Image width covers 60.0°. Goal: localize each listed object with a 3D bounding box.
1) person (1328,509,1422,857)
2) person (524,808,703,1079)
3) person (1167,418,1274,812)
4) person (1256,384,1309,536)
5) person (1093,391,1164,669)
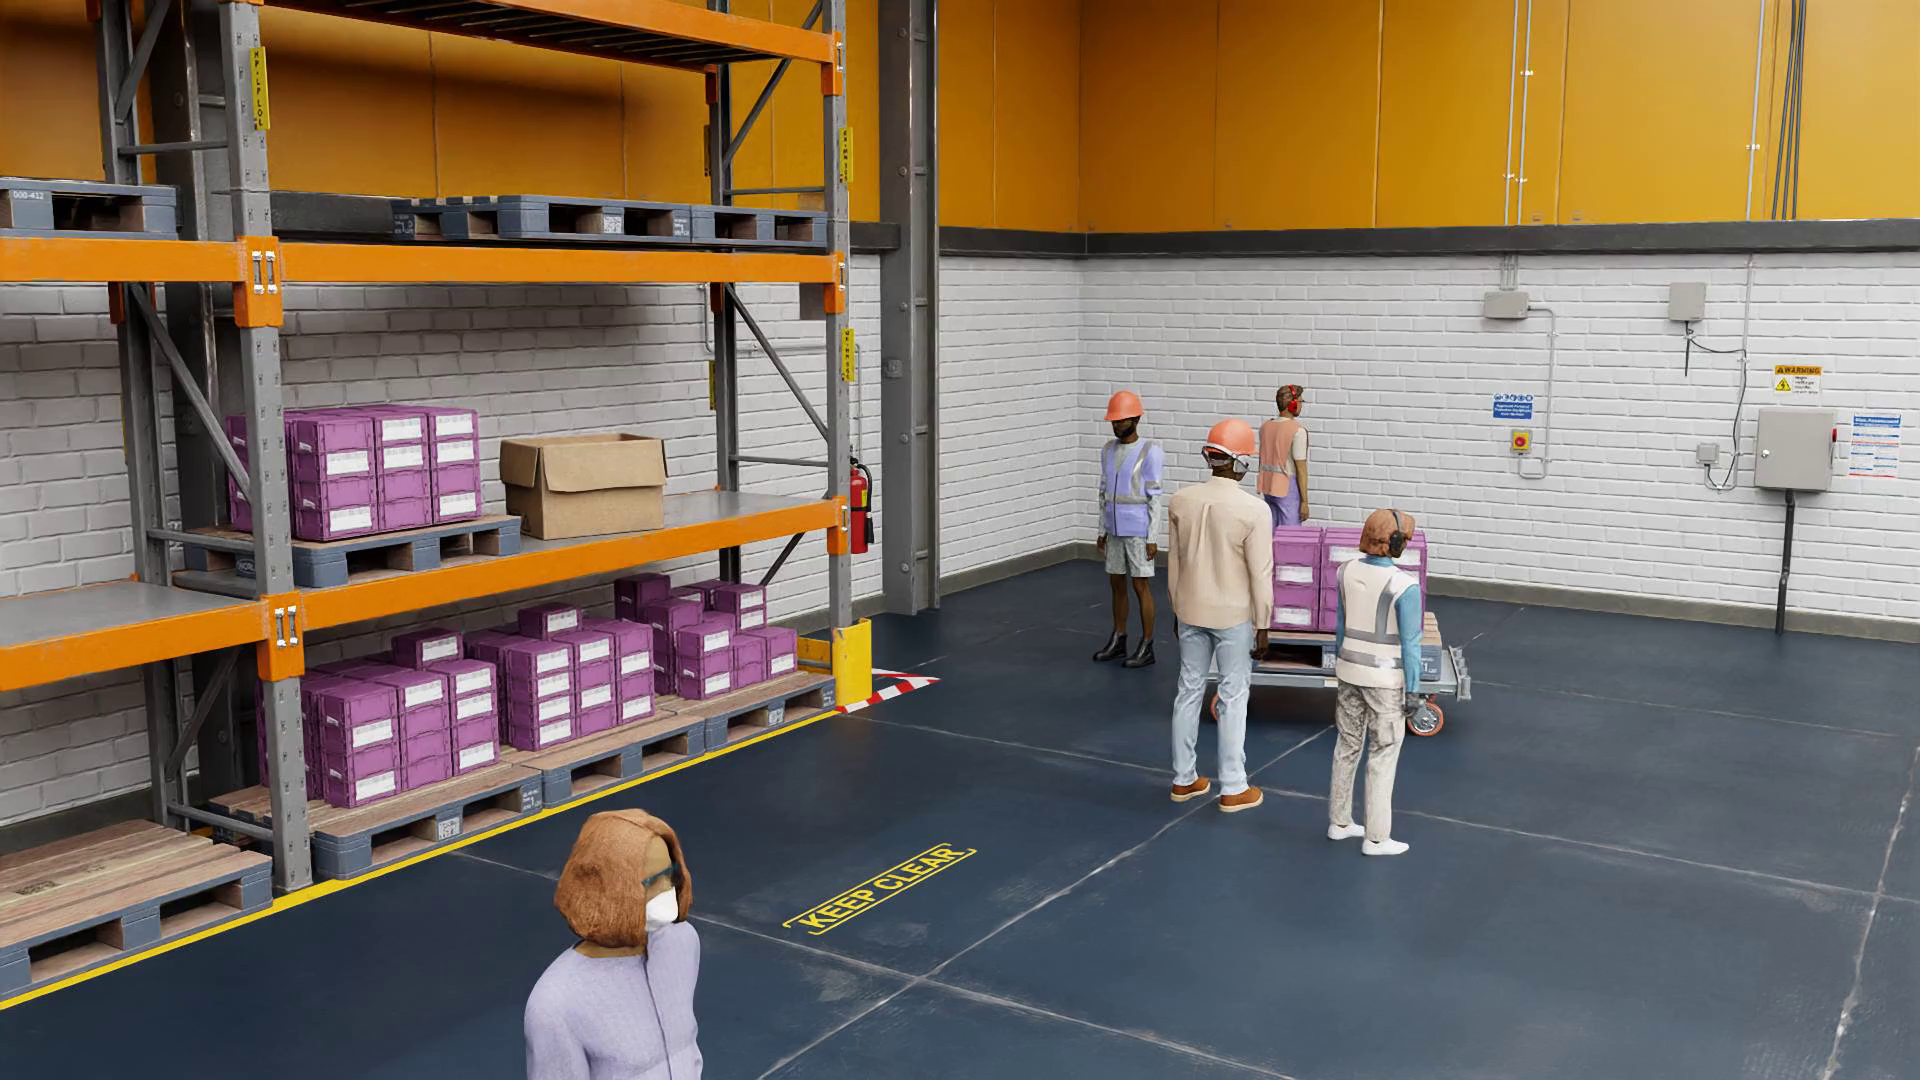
[{"bbox_3d":[1.931,0.662,7.747,0.315,1.631,0.524,-5,10,-31],"label":"person"},{"bbox_3d":[-0.661,1.334,3.358,0.286,1.636,0.500,4,10,25],"label":"person"},{"bbox_3d":[1.325,0.379,8.437,0.614,1.988,0.406,7,11,40],"label":"person"},{"bbox_3d":[2.638,-0.345,13.588,0.390,1.846,0.563,-5,10,-27],"label":"person"},{"bbox_3d":[1.151,-0.073,11.572,0.392,1.929,0.552,-8,12,-40],"label":"person"}]
